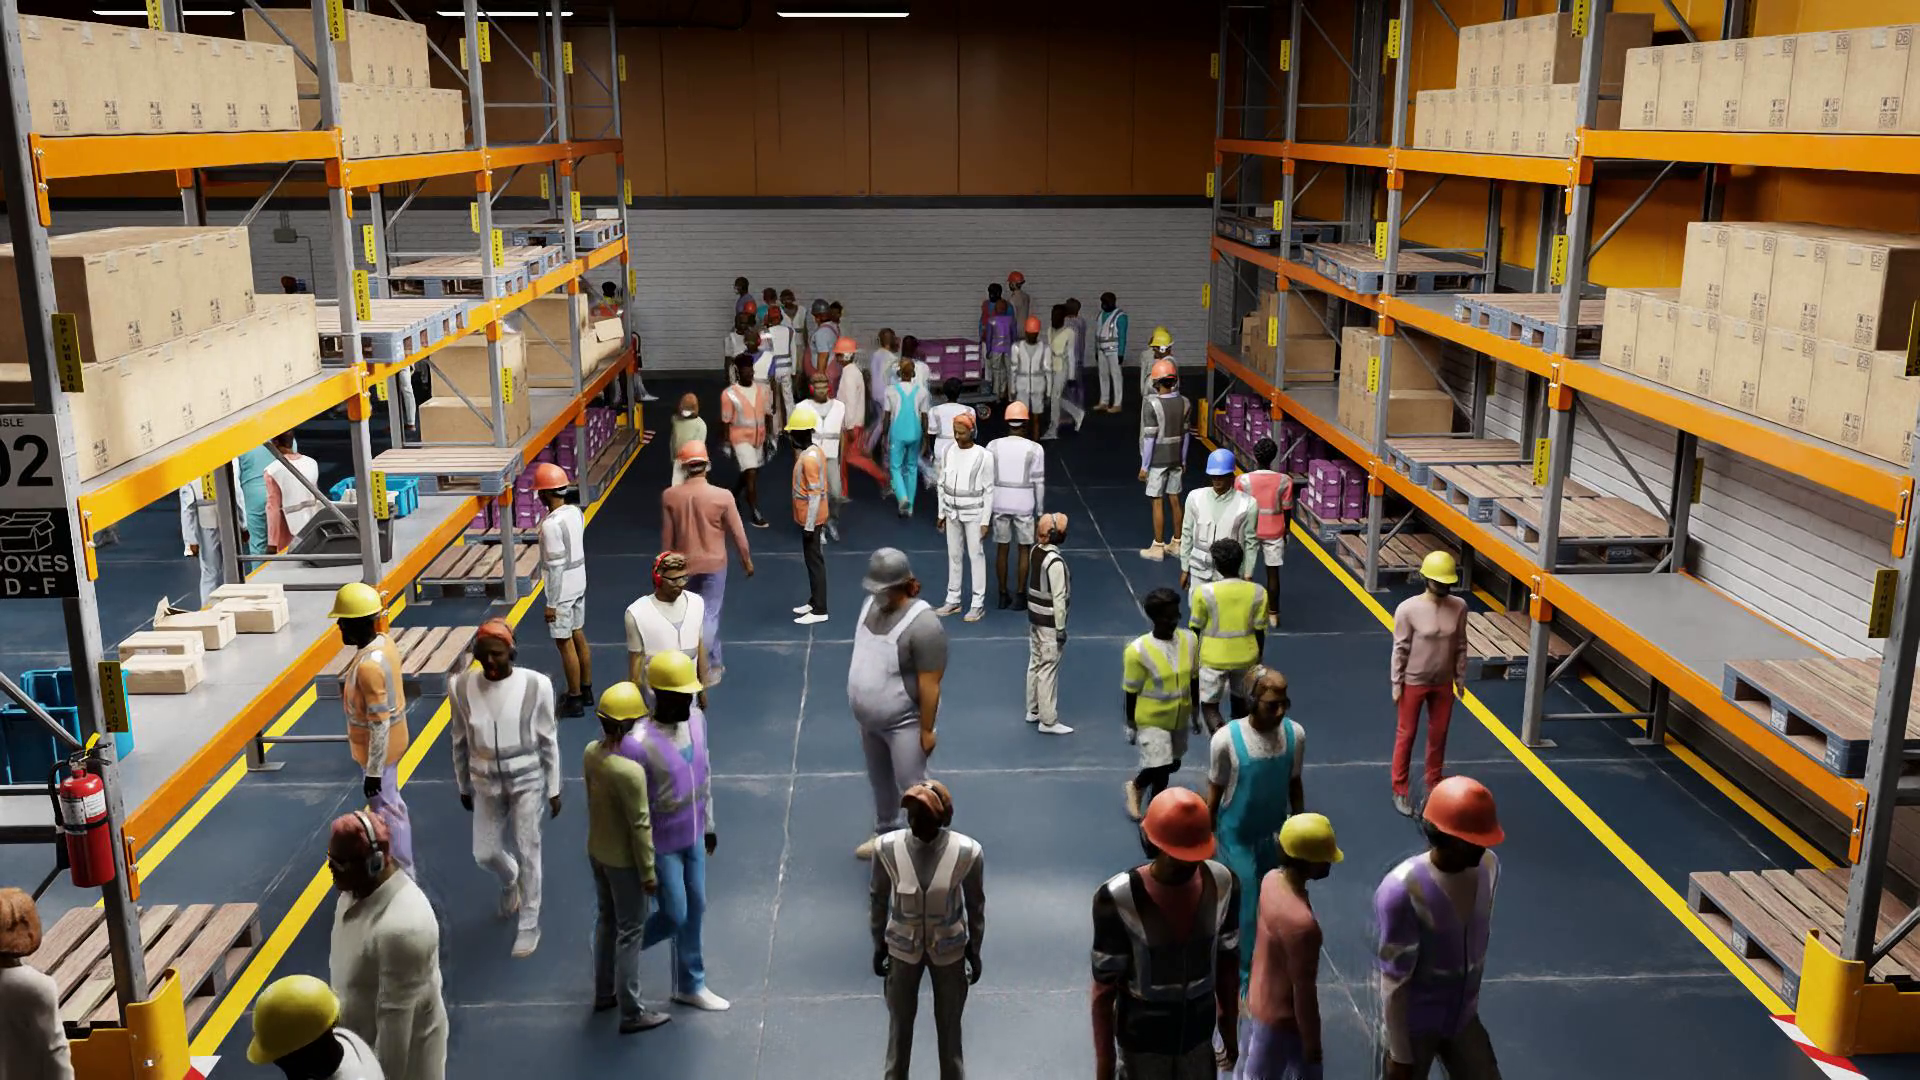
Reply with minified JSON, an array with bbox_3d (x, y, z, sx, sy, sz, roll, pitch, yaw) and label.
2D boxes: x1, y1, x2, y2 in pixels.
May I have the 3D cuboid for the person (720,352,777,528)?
[{"bbox_3d":[-2.397,-1.148,18.465,0.600,1.926,0.930,-12,19,-40],"label":"person"}]

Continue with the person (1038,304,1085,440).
[{"bbox_3d":[1.436,-2.366,23.291,0.732,1.901,0.598,-7,16,-25],"label":"person"}]

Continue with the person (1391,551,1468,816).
[{"bbox_3d":[3.017,0.916,10.690,0.520,1.759,0.335,-4,15,-14],"label":"person"}]

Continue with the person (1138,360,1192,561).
[{"bbox_3d":[2.051,-0.806,16.881,0.615,2.039,0.387,-10,17,-34],"label":"person"}]

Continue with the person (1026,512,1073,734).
[{"bbox_3d":[0.650,0.600,12.164,0.310,1.638,0.523,-4,15,-17],"label":"person"}]

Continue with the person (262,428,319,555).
[{"bbox_3d":[-5.680,-0.063,14.245,0.394,1.908,0.599,4,15,17],"label":"person"}]

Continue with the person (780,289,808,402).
[{"bbox_3d":[-2.653,-3.034,26.095,0.602,1.811,0.462,-5,15,-19],"label":"person"}]

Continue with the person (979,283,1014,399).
[{"bbox_3d":[0.552,-3.188,26.634,0.625,1.844,0.429,10,17,34],"label":"person"}]

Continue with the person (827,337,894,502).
[{"bbox_3d":[-1.185,-1.374,19.270,0.786,1.974,0.621,-1,14,-4],"label":"person"}]

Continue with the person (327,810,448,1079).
[{"bbox_3d":[-2.217,1.929,6.456,0.499,1.893,0.652,-12,19,-39],"label":"person"}]

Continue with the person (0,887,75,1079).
[{"bbox_3d":[-3.559,2.095,6.324,0.499,1.627,0.272,5,15,19],"label":"person"}]

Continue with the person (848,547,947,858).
[{"bbox_3d":[-0.403,0.985,9.851,0.535,2.000,0.702,-11,18,-37],"label":"person"}]

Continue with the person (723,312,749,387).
[{"bbox_3d":[-2.990,-2.206,22.794,0.510,1.839,0.343,-11,18,-36],"label":"person"}]

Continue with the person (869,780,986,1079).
[{"bbox_3d":[-0.143,1.826,7.360,0.515,1.636,0.315,1,14,4],"label":"person"}]

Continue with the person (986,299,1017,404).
[{"bbox_3d":[0.655,-2.958,26.136,0.514,1.637,0.314,-3,15,-13],"label":"person"}]

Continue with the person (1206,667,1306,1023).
[{"bbox_3d":[1.451,1.464,8.438,0.517,1.820,0.842,-5,15,-19],"label":"person"}]

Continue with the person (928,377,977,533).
[{"bbox_3d":[-0.082,-0.914,17.991,0.533,1.695,0.320,1,14,5],"label":"person"}]

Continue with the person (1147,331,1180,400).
[{"bbox_3d":[2.544,-1.699,20.838,0.406,1.824,0.588,1,14,6],"label":"person"}]

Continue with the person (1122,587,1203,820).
[{"bbox_3d":[1.206,1.073,10.237,0.537,1.672,0.756,-9,17,-31],"label":"person"}]

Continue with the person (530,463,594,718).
[{"bbox_3d":[-2.996,0.377,12.451,0.375,1.933,0.550,2,14,8],"label":"person"}]

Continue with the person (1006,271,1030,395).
[{"bbox_3d":[0.914,-3.354,26.975,0.379,1.996,0.609,7,16,26],"label":"person"}]

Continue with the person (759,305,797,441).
[{"bbox_3d":[-2.532,-2.321,23.138,0.572,1.886,0.354,-8,16,-30],"label":"person"}]

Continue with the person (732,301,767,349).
[{"bbox_3d":[-3.124,-2.709,24.927,0.559,1.752,0.325,-7,16,-26],"label":"person"}]

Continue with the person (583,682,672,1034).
[{"bbox_3d":[-1.654,1.549,8.209,0.343,1.760,0.534,-11,18,-38],"label":"person"}]

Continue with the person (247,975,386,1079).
[{"bbox_3d":[-1.959,2.214,5.411,0.991,1.859,0.637,-9,17,-32],"label":"person"}]

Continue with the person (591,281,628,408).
[{"bbox_3d":[-5.377,-3.015,25.718,0.602,1.959,0.379,-1,14,-4],"label":"person"}]

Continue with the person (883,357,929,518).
[{"bbox_3d":[-0.593,-1.119,18.544,0.524,1.825,0.591,-3,15,-11],"label":"person"}]

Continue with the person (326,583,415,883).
[{"bbox_3d":[-3.293,1.172,9.345,0.373,1.925,0.595,-4,15,-14],"label":"person"}]

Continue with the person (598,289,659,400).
[{"bbox_3d":[-5.354,-3.109,26.396,0.989,1.818,0.527,0,14,-1],"label":"person"}]

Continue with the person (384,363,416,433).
[{"bbox_3d":[-8.047,-2.490,23.696,0.372,1.940,0.632,12,18,39],"label":"person"}]
